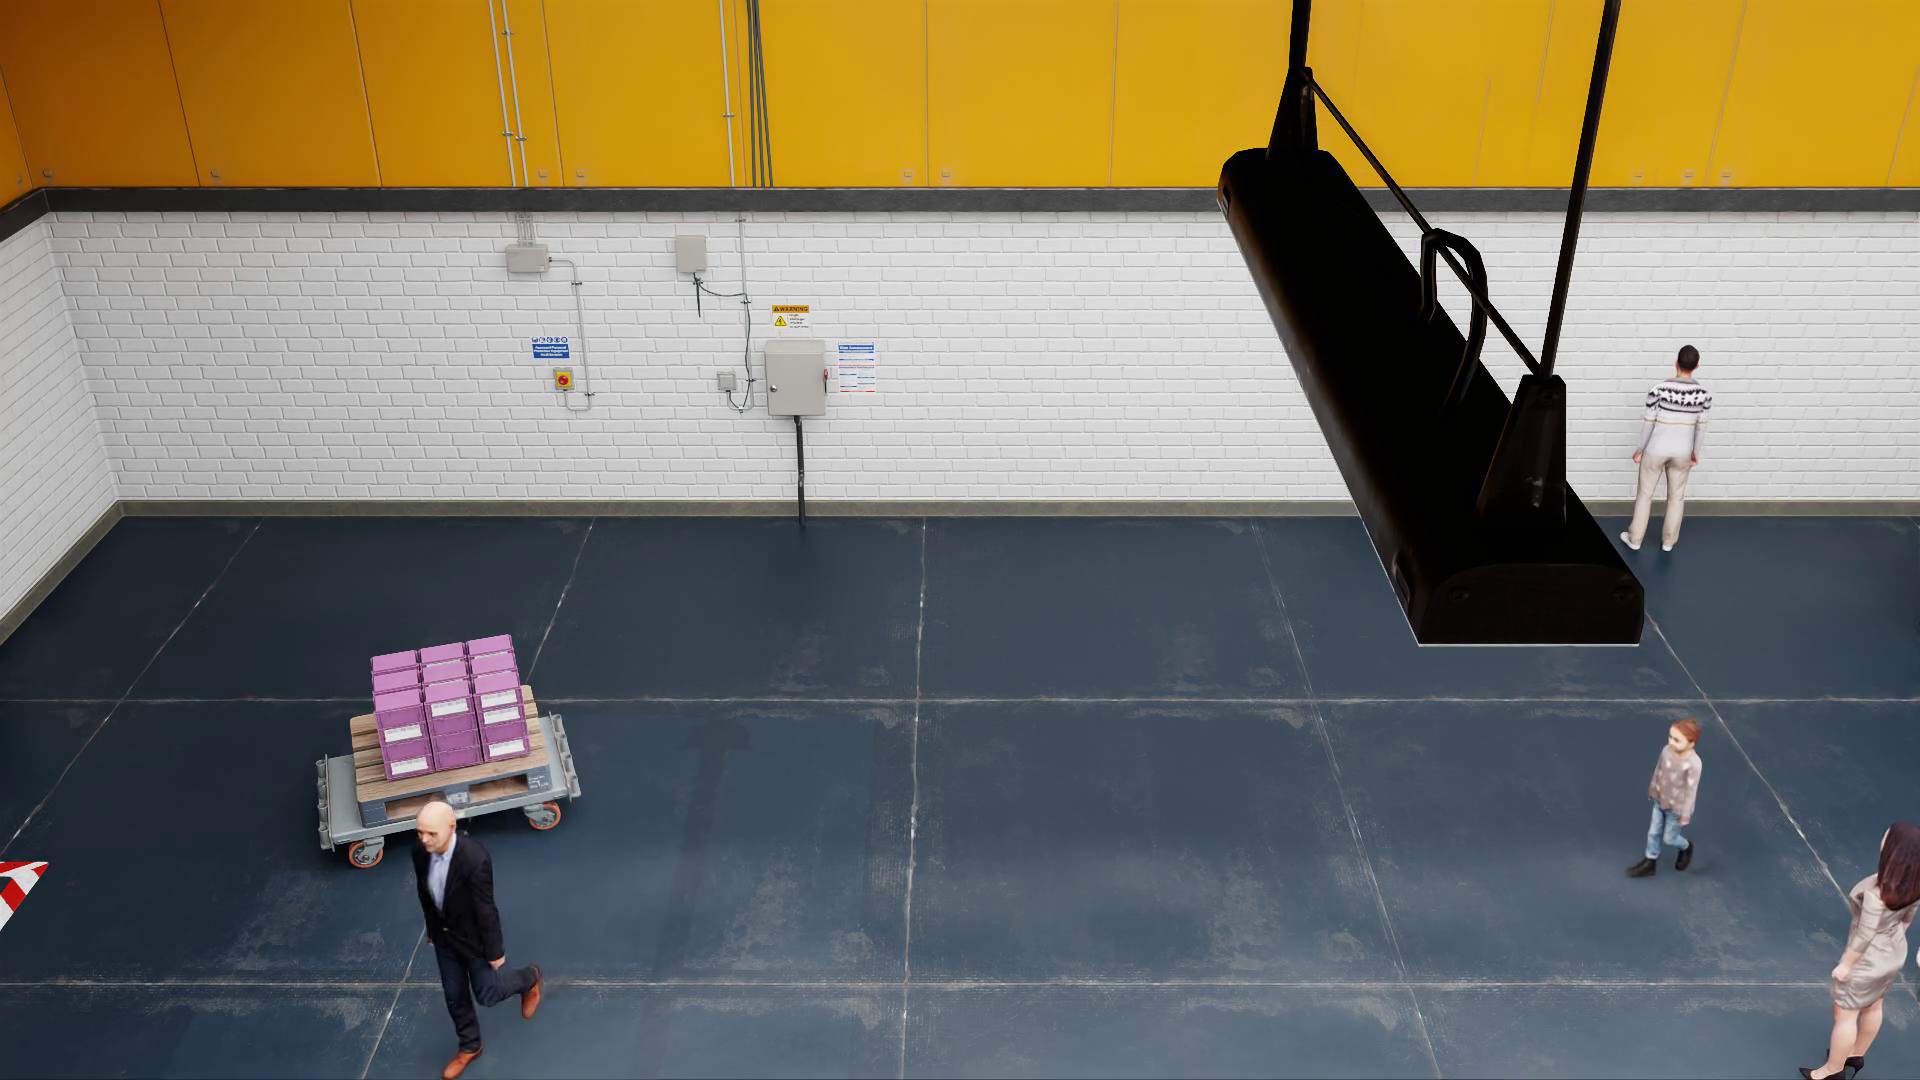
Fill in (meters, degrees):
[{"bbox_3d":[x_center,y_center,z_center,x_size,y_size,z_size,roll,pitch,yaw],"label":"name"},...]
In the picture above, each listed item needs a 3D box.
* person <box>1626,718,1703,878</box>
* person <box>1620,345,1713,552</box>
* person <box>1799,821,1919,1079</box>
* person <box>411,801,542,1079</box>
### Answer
[{"bbox_3d":[4.533,1.638,10.497,0.689,1.186,0.684,-12,31,-21],"label":"person"},{"bbox_3d":[6.050,-0.773,14.213,0.717,1.860,0.590,4,29,7],"label":"person"},{"bbox_3d":[4.841,2.225,8.836,0.665,1.746,0.665,-14,32,-24],"label":"person"},{"bbox_3d":[-2.641,2.091,9.042,0.894,1.785,1.056,11,31,20],"label":"person"}]
